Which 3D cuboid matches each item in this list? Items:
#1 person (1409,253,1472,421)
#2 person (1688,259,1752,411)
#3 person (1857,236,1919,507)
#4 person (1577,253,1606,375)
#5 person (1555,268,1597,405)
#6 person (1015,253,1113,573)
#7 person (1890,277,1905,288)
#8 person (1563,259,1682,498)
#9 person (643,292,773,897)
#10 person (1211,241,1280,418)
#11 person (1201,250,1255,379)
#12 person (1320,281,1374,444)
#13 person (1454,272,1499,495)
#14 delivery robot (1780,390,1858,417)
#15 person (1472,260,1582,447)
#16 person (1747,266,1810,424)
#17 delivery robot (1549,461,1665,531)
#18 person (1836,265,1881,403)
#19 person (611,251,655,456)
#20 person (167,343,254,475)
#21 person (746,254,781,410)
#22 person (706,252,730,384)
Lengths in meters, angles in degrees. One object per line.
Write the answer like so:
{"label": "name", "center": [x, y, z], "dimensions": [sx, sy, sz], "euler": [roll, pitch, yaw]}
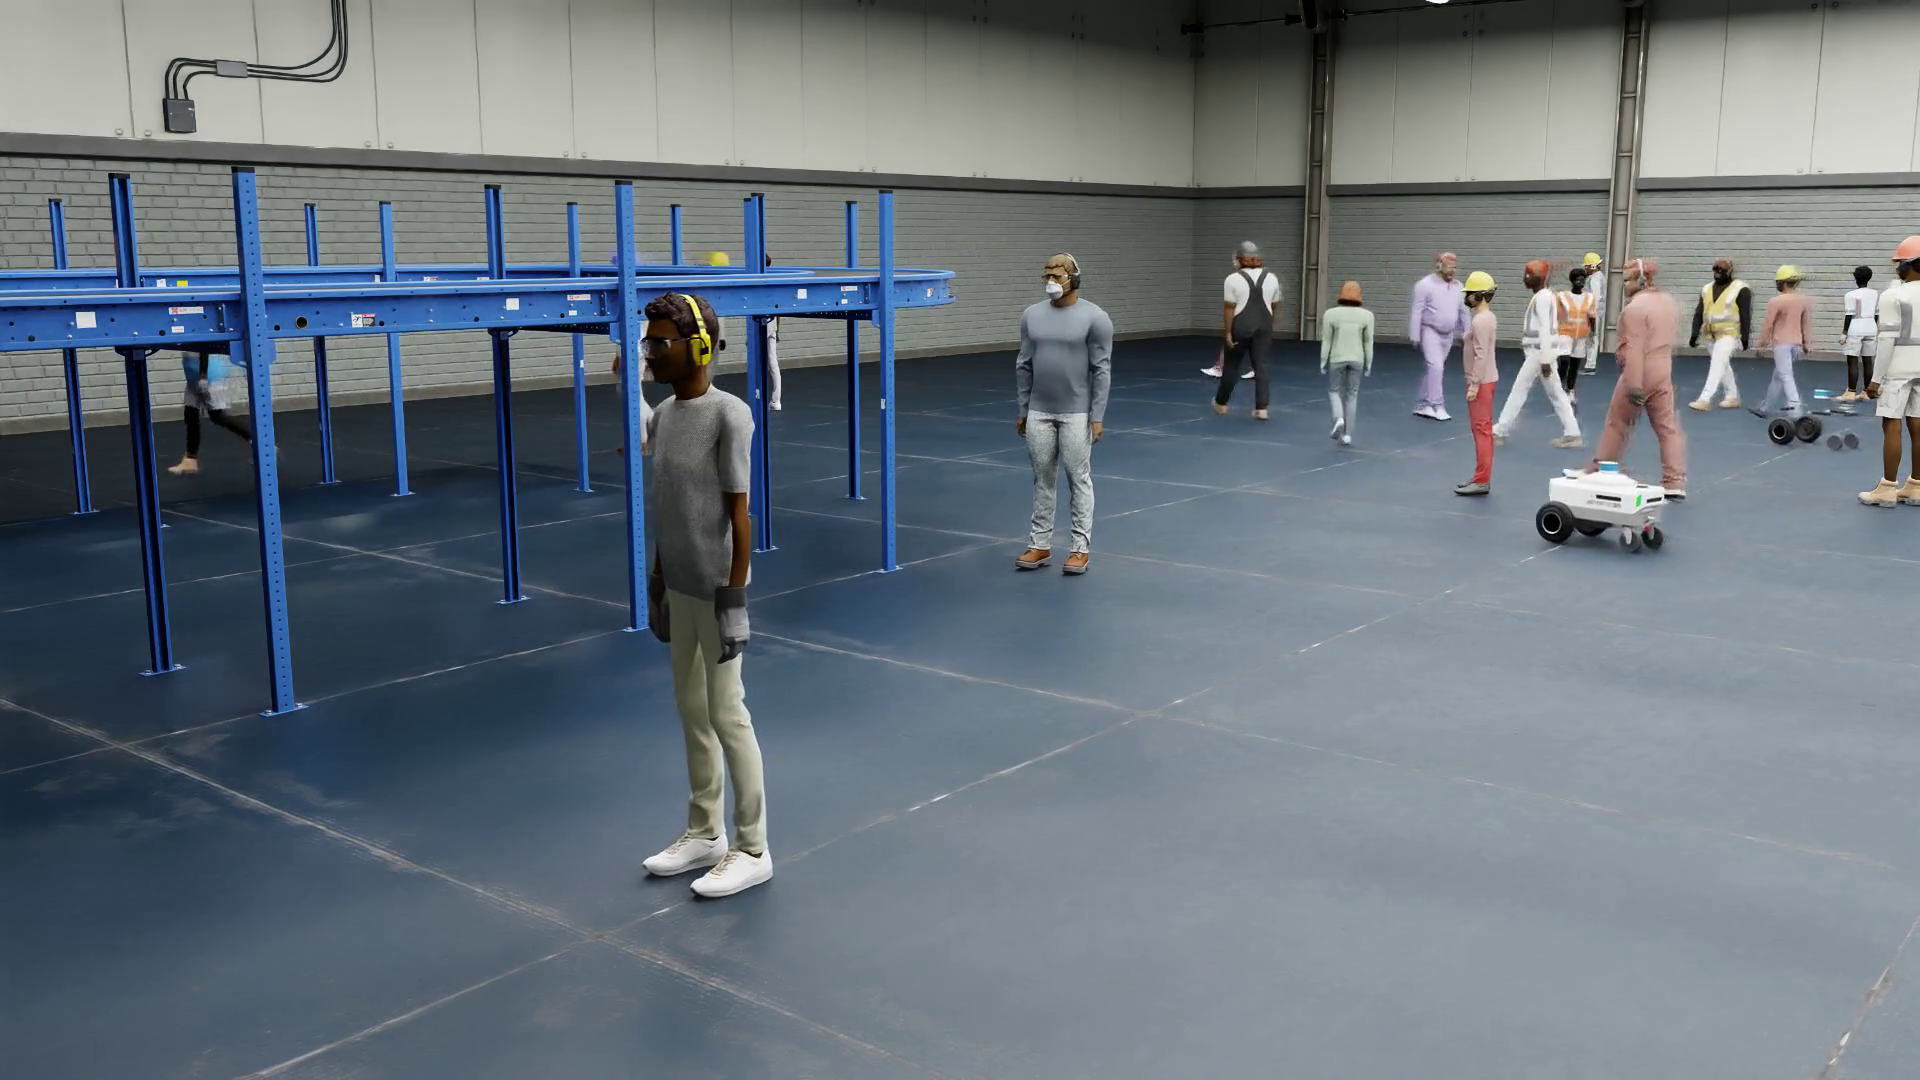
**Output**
{"label": "person", "center": [5.441, -2.275, 18.676], "dimensions": [0.676, 1.860, 0.843], "euler": [-6, 12, -28]}
{"label": "person", "center": [9.118, -2.459, 19.944], "dimensions": [0.983, 1.788, 0.635], "euler": [-5, 11, -26]}
{"label": "person", "center": [7.194, -1.280, 12.683], "dimensions": [0.607, 2.044, 0.372], "euler": [-3, 11, -16]}
{"label": "person", "center": [9.520, -3.412, 25.107], "dimensions": [0.403, 1.824, 0.586], "euler": [5, 11, 24]}
{"label": "person", "center": [7.524, -2.497, 20.425], "dimensions": [0.545, 1.674, 0.388], "euler": [-1, 10, -6]}
{"label": "person", "center": [0.617, -0.772, 10.162], "dimensions": [0.629, 1.940, 0.373], "euler": [6, 12, 29]}
{"label": "person", "center": [12.084, -2.713, 21.222], "dimensions": [0.515, 1.822, 0.568], "euler": [-2, 11, -13]}
{"label": "person", "center": [5.340, -1.278, 13.172], "dimensions": [0.740, 1.854, 0.964], "euler": [-7, 13, -35]}
{"label": "person", "center": [-0.813, 0.167, 5.186], "dimensions": [0.323, 1.865, 0.517], "euler": [-9, 13, -40]}
{"label": "person", "center": [3.285, -2.414, 19.094], "dimensions": [0.691, 2.000, 0.999], "euler": [-2, 10, -12]}
{"label": "person", "center": [3.995, -3.278, 24.230], "dimensions": [0.946, 1.860, 0.663], "euler": [2, 11, 13]}
{"label": "person", "center": [3.846, -1.762, 16.526], "dimensions": [0.517, 1.617, 0.394], "euler": [1, 10, 7]}
{"label": "person", "center": [4.123, -1.248, 13.275], "dimensions": [0.331, 1.768, 0.526], "euler": [5, 11, 24]}
{"label": "delivery robot", "center": [8.493, -1.367, 16.430], "dimensions": [0.335, 0.223, 0.698], "euler": [-6, 12, -29]}
{"label": "person", "center": [5.633, -1.812, 16.259], "dimensions": [1.038, 1.827, 0.605], "euler": [5, 11, 24]}
{"label": "person", "center": [9.039, -2.158, 18.402], "dimensions": [0.549, 1.718, 0.892], "euler": [-4, 11, -23]}
{"label": "delivery robot", "center": [4.325, -0.282, 11.136], "dimensions": [0.477, 0.478, 0.707], "euler": [-8, 13, -36]}
{"label": "person", "center": [11.242, -2.571, 20.788], "dimensions": [0.536, 1.699, 0.322], "euler": [-3, 11, -16]}
{"label": "person", "center": [-3.093, -1.759, 15.672], "dimensions": [0.433, 1.930, 0.612], "euler": [0, 10, 0]}
{"label": "person", "center": [-6.517, -1.420, 14.496], "dimensions": [0.780, 1.671, 0.532], "euler": [-7, 13, -35]}
{"label": "person", "center": [-2.329, -2.459, 19.697], "dimensions": [0.329, 1.872, 0.508], "euler": [8, 13, 36]}
{"label": "person", "center": [-3.074, -2.503, 19.922], "dimensions": [0.682, 1.875, 0.655], "euler": [-8, 13, -37]}
